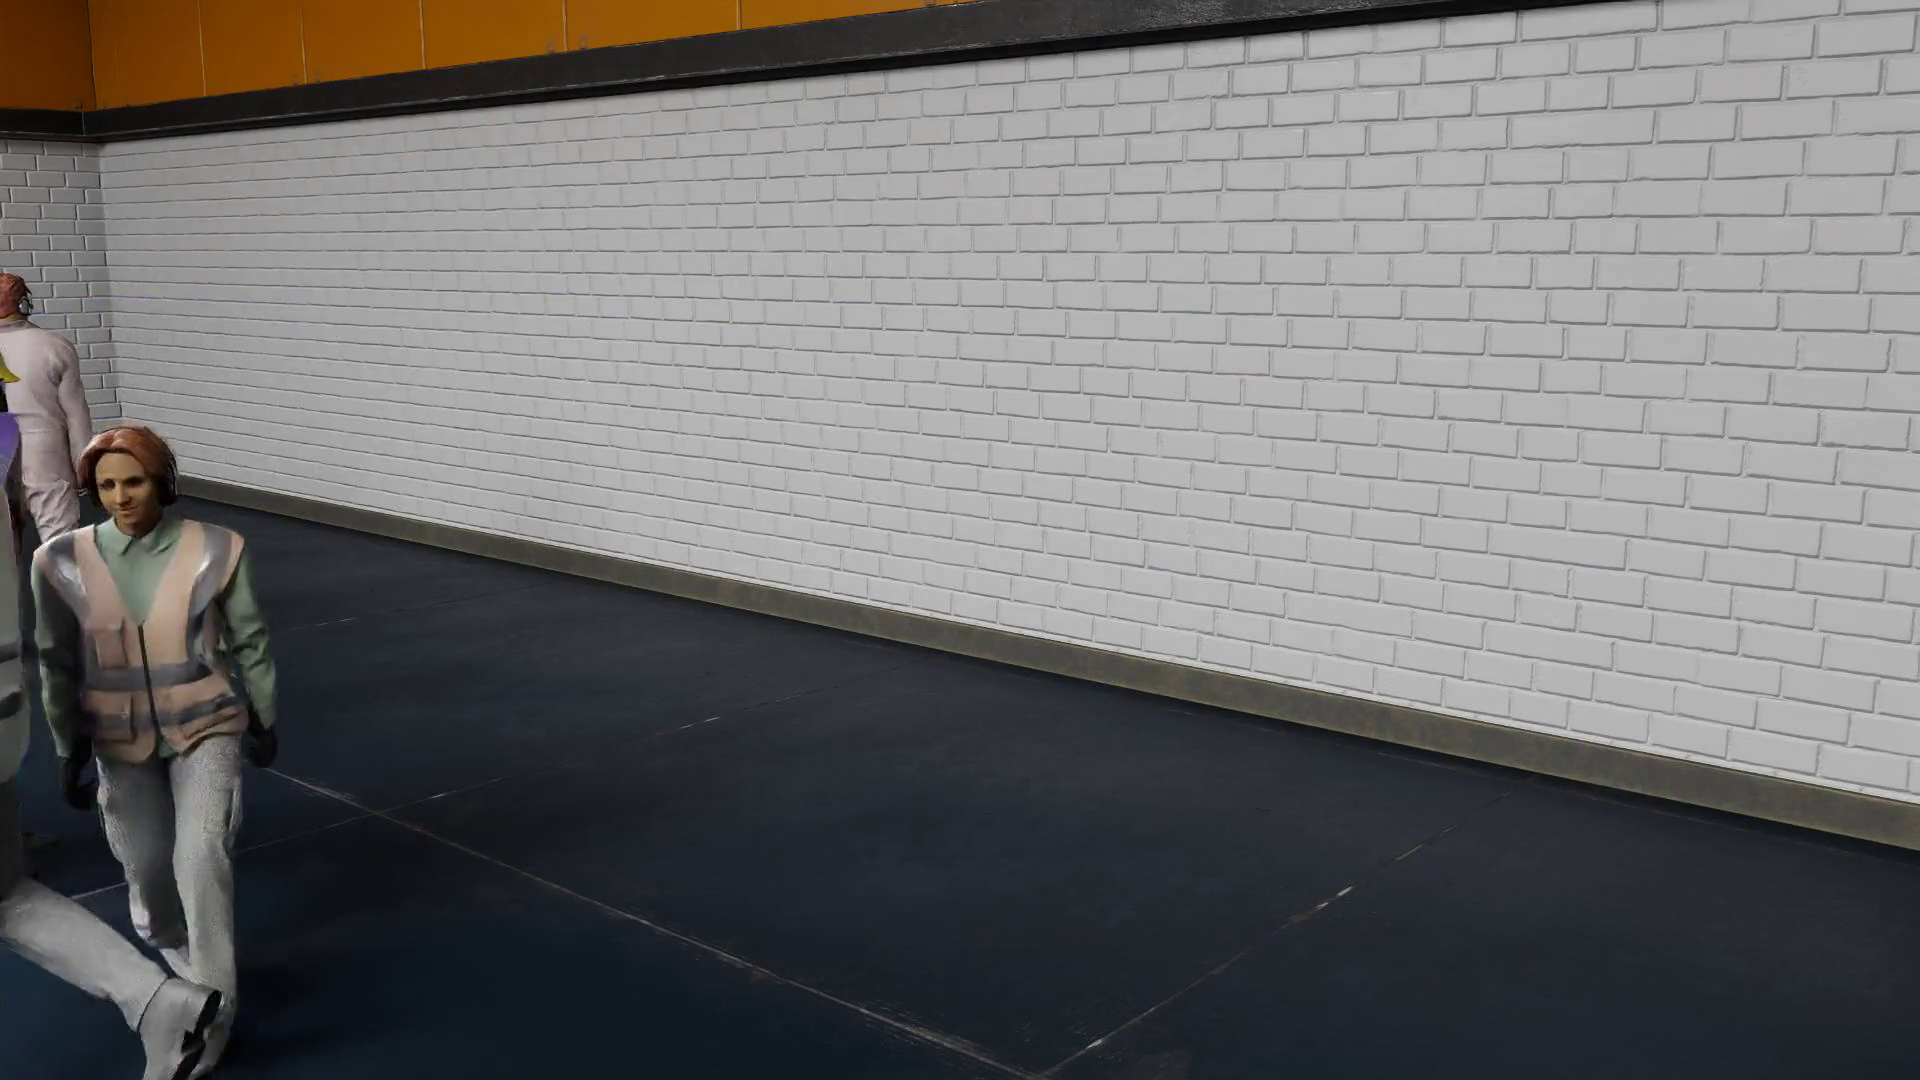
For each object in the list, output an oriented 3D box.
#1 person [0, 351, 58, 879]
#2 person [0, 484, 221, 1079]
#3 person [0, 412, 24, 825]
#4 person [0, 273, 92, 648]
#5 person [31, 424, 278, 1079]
[{"bbox_3d":[-3.138,0.212,5.357,0.329,1.767,0.528,-3,10,-15],"label":"person"},{"bbox_3d":[-2.151,0.441,3.615,0.805,1.928,0.619,-2,10,-9],"label":"person"},{"bbox_3d":[-3.292,0.198,5.301,0.947,1.802,0.566,9,14,43],"label":"person"},{"bbox_3d":[-4.667,-0.371,8.298,0.639,1.902,0.407,-3,11,-19],"label":"person"},{"bbox_3d":[-2.013,0.484,4.247,0.518,1.603,0.719,-3,10,-16],"label":"person"}]
